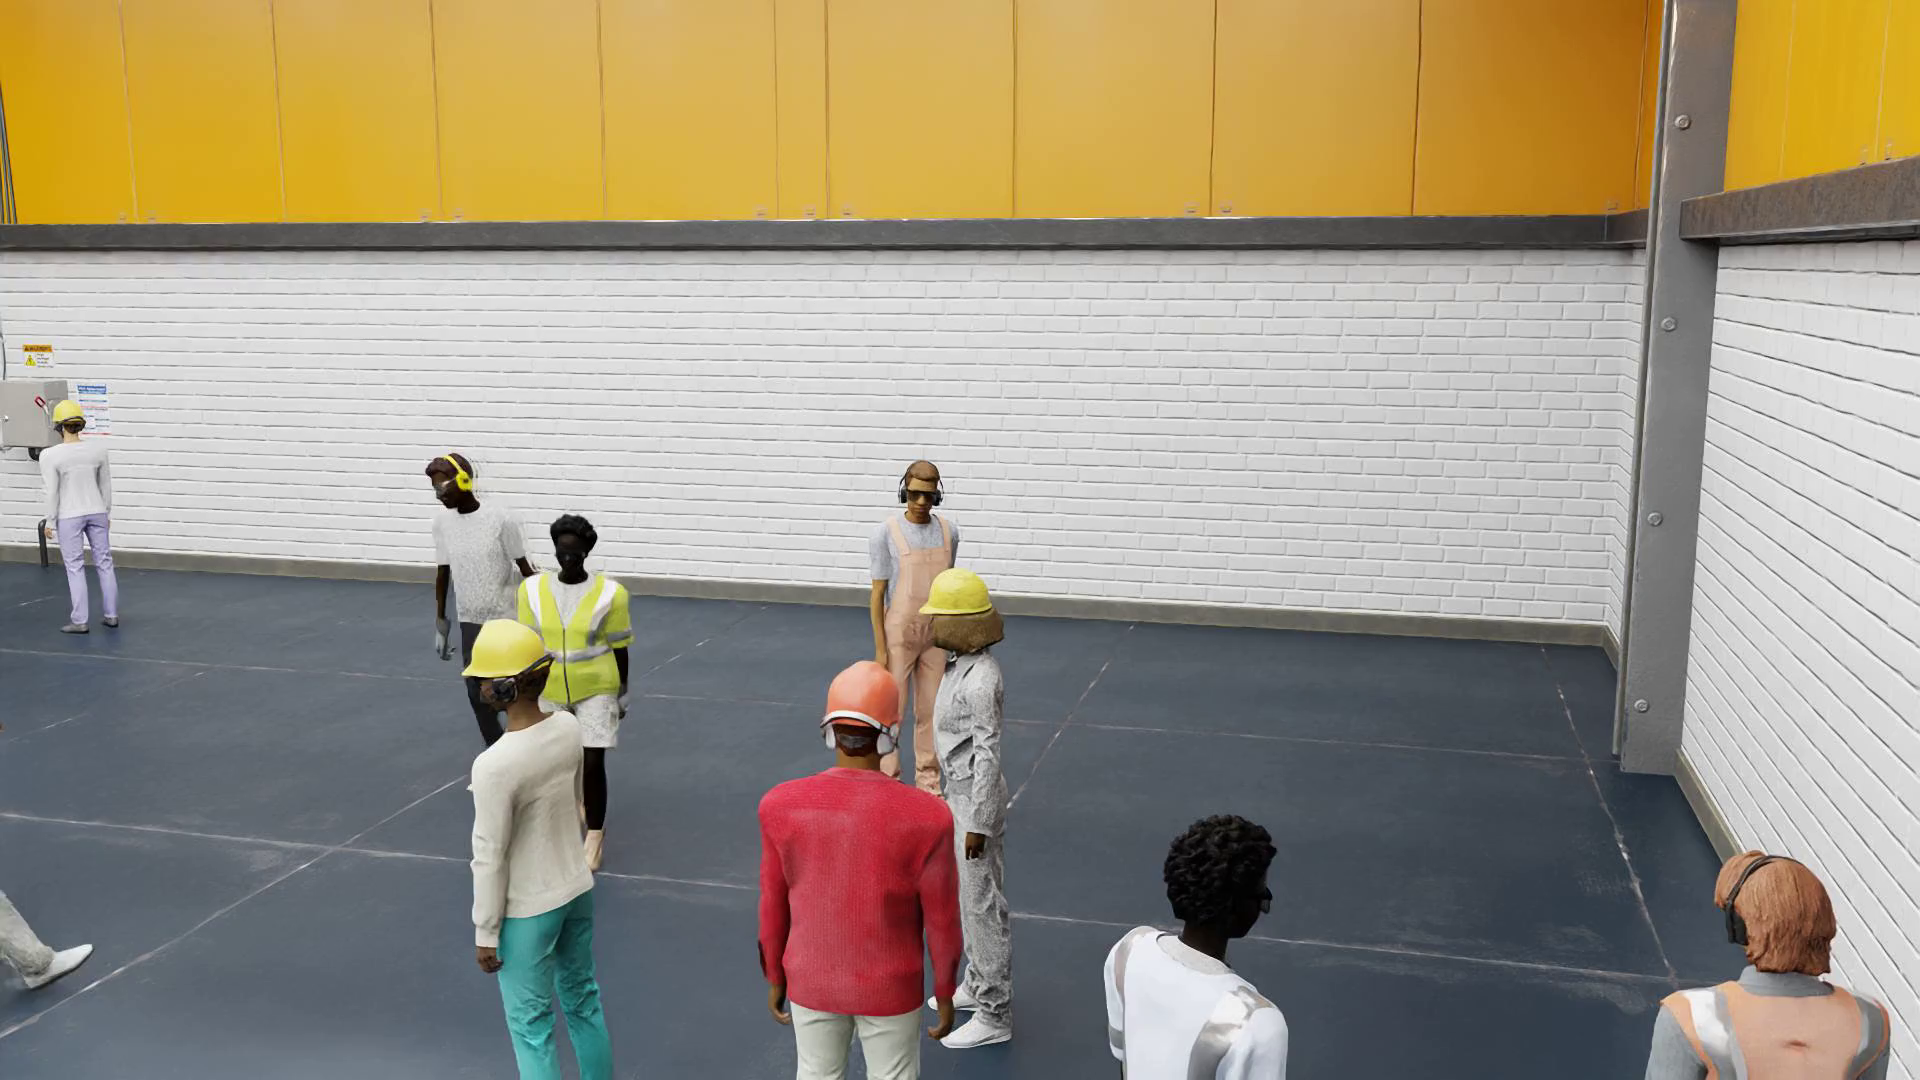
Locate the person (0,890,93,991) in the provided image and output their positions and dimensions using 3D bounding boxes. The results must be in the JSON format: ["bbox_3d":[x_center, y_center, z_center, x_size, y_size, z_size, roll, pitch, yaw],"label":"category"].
[{"bbox_3d":[-3.814,1.001,6.197,0.519,1.587,0.869,8,13,40],"label":"person"}]

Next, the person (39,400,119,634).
[{"bbox_3d":[-6.677,-0.172,12.594,0.327,1.769,0.525,6,12,33],"label":"person"}]

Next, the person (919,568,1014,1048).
[{"bbox_3d":[0.020,0.958,6.010,0.325,1.740,0.492,-1,10,-8],"label":"person"}]

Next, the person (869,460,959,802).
[{"bbox_3d":[-0.214,0.513,8.340,0.505,1.842,0.349,-6,11,-32],"label":"person"}]

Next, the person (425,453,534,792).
[{"bbox_3d":[-2.479,0.426,8.906,0.594,1.827,0.618,2,10,10],"label":"person"}]

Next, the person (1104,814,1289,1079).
[{"bbox_3d":[0.503,1.404,3.550,0.319,1.687,0.539,-6,11,-31],"label":"person"}]

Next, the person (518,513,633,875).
[{"bbox_3d":[-1.779,0.678,7.817,0.531,1.679,0.600,1,10,4],"label":"person"}]

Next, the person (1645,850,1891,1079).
[{"bbox_3d":[1.645,1.447,3.458,0.528,1.630,0.319,-1,10,-7],"label":"person"}]

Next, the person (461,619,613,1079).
[{"bbox_3d":[-1.321,1.108,5.106,0.356,1.760,0.518,4,10,21],"label":"person"}]

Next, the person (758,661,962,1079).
[{"bbox_3d":[-0.273,1.196,4.616,0.574,1.742,0.355,2,10,11],"label":"person"}]
